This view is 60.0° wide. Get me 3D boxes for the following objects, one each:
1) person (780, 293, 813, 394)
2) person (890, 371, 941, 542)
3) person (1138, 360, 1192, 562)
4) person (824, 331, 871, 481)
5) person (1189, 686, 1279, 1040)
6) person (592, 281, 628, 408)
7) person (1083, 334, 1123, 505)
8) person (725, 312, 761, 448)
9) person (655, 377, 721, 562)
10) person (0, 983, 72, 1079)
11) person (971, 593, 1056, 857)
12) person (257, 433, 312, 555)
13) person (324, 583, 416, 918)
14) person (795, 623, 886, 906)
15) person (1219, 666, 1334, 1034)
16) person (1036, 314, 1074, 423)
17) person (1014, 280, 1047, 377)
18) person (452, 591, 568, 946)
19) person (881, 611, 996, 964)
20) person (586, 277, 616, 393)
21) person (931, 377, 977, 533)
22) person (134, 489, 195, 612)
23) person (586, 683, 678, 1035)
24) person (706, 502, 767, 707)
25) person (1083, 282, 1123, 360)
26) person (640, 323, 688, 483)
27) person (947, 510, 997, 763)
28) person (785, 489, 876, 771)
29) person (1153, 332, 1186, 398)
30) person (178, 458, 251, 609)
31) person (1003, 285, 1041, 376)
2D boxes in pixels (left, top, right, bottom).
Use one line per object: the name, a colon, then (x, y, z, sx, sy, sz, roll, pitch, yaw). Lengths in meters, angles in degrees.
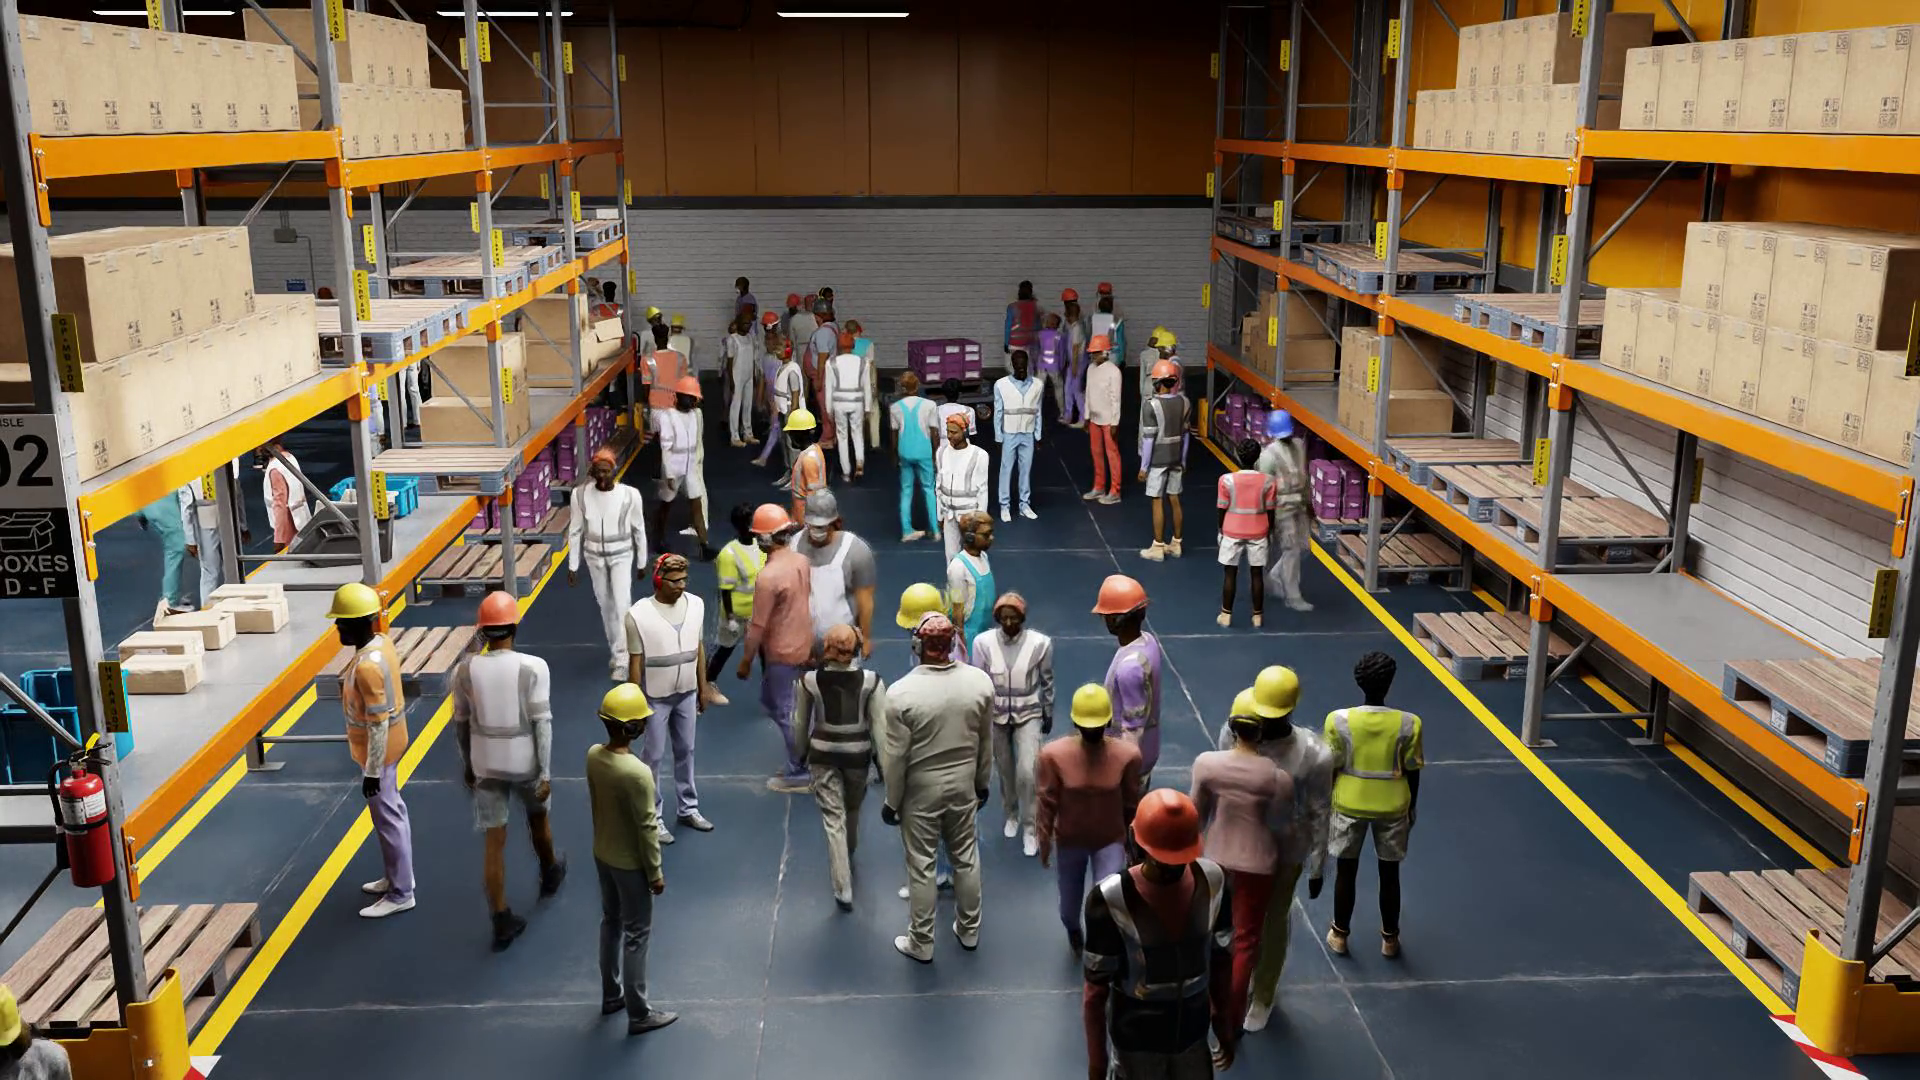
person: (-2.596, -3.070, 26.387, 0.568, 1.726, 0.695, 13, 20, 42)
person: (-0.458, -0.864, 17.565, 0.537, 1.829, 0.401, 2, 14, 9)
person: (2.051, -0.806, 16.879, 0.611, 2.042, 0.394, -10, 17, -33)
person: (-1.374, -1.632, 20.473, 0.570, 1.866, 0.485, -3, 15, -13)
person: (1.398, 1.560, 8.180, 0.525, 1.742, 0.613, 7, 16, 26)
person: (-5.375, -3.017, 25.709, 0.603, 1.966, 0.368, -1, 14, -5)
person: (1.648, -1.408, 19.368, 0.420, 1.984, 0.615, -8, 16, -28)
person: (-2.972, -2.190, 22.731, 0.342, 1.840, 0.507, 11, 18, 36)
person: (-2.800, -0.708, 16.831, 0.577, 1.865, 1.038, -13, 19, -42)
person: (-3.231, 2.226, 5.662, 0.496, 1.695, 0.906, -11, 18, -38)
person: (0.315, 1.120, 10.168, 0.509, 1.614, 0.685, 2, 14, 9)
person: (-5.798, -0.087, 14.336, 0.410, 1.906, 0.602, -3, 15, -13)
person: (-3.300, 1.173, 9.341, 0.380, 1.924, 0.593, -4, 15, -14)
person: (-0.692, 1.261, 9.651, 0.532, 1.588, 0.826, -2, 14, -6)
person: (1.498, 1.496, 8.110, 0.619, 1.903, 0.460, 9, 17, 31)
person: (1.352, -2.537, 24.553, 0.534, 1.585, 0.863, 9, 17, 33)
person: (1.097, -3.277, 26.913, 0.644, 1.874, 0.728, -6, 16, -23)
person: (-2.504, 1.213, 9.272, 0.567, 1.876, 1.017, 0, 14, 0)
person: (-0.133, 1.307, 8.855, 0.652, 1.906, 0.403, -8, 16, -27)
person: (-5.932, -3.344, 27.143, 0.648, 1.900, 0.396, 3, 15, 12)
person: (-0.085, -0.909, 17.979, 0.535, 1.693, 0.322, 1, 14, 6)
person: (-7.067, -0.244, 14.989, 0.670, 1.884, 0.542, 7, 16, 24)
person: (-1.626, 1.555, 8.187, 0.333, 1.760, 0.527, -12, 19, -40)
person: (-1.633, 0.513, 12.479, 0.892, 1.654, 0.534, 11, 18, 36)
person: (2.178, -2.974, 25.570, 0.647, 1.940, 0.927, 0, 14, -1)
person: (-3.634, -1.687, 20.490, 0.610, 1.963, 0.365, -8, 16, -28)
person: (0.093, 0.696, 11.378, 0.346, 1.847, 0.506, 5, 15, 19)
person: (-0.912, 0.586, 11.418, 0.698, 2.000, 0.712, 6, 15, 21)
person: (2.615, -1.699, 20.852, 0.404, 1.819, 0.598, 1, 14, 2)
person: (-6.429, -0.091, 14.349, 0.402, 1.908, 0.598, 8, 16, 28)
person: (0.956, -3.156, 26.577, 0.655, 1.810, 0.462, -10, 17, -33)
